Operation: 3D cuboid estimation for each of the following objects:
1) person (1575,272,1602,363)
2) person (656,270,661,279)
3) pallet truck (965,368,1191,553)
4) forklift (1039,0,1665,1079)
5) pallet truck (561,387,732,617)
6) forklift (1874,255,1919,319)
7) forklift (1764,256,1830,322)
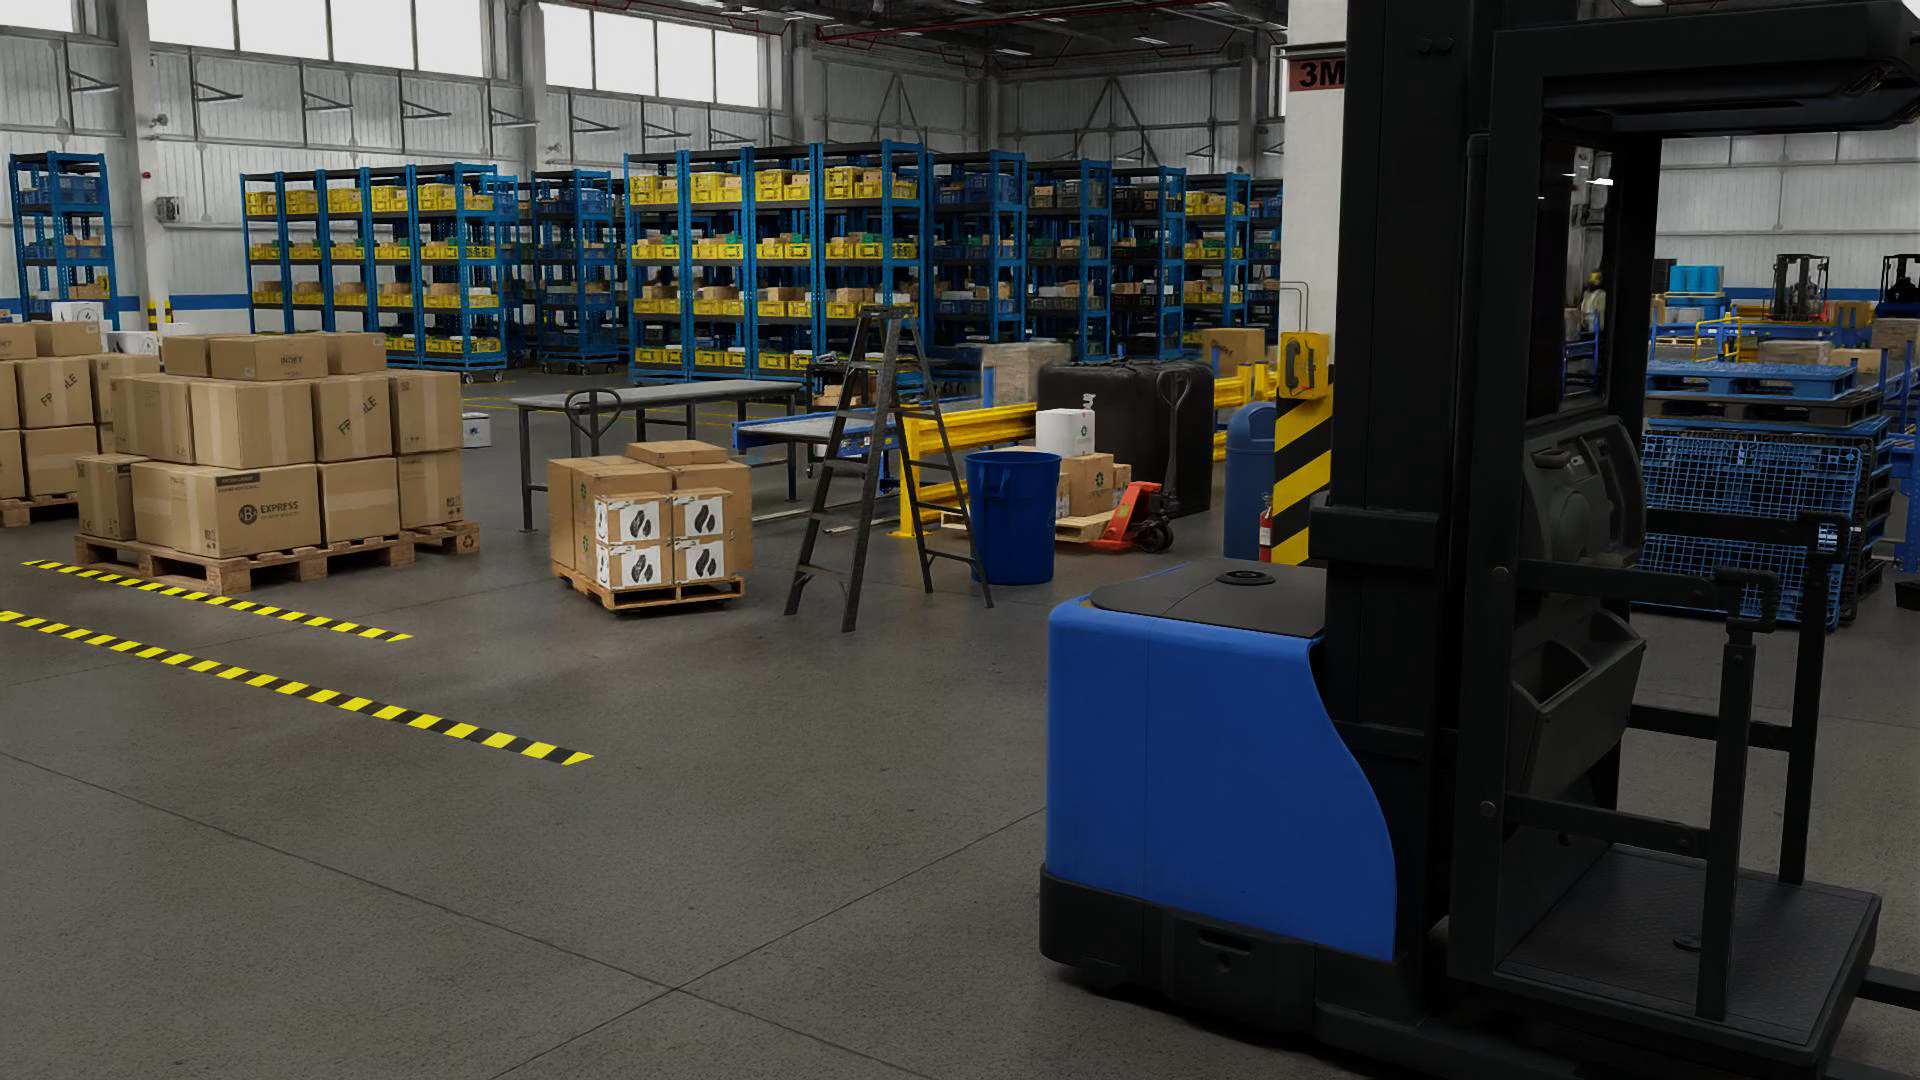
[{"bbox_3d":[12.636,-4.429,33.131,0.801,1.805,0.592,-3,10,-16],"label":"person"},{"bbox_3d":[-6.710,-5.116,37.149,0.791,1.815,0.604,5,11,28],"label":"person"},{"bbox_3d":[0.845,-0.609,11.869,1.630,1.274,0.653,7,12,35],"label":"pallet truck"},{"bbox_3d":[1.249,-0.137,4.360,1.873,2.768,1.129,7,12,35],"label":"forklift"},{"bbox_3d":[-1.981,-0.274,10.088,0.680,1.201,1.601,-5,11,-28],"label":"pallet truck"},{"bbox_3d":[22.089,-5.634,38.796,1.157,1.987,2.680,6,11,33],"label":"forklift"},{"bbox_3d":[20.253,-5.854,40.139,1.157,1.987,2.680,7,12,35],"label":"forklift"}]
